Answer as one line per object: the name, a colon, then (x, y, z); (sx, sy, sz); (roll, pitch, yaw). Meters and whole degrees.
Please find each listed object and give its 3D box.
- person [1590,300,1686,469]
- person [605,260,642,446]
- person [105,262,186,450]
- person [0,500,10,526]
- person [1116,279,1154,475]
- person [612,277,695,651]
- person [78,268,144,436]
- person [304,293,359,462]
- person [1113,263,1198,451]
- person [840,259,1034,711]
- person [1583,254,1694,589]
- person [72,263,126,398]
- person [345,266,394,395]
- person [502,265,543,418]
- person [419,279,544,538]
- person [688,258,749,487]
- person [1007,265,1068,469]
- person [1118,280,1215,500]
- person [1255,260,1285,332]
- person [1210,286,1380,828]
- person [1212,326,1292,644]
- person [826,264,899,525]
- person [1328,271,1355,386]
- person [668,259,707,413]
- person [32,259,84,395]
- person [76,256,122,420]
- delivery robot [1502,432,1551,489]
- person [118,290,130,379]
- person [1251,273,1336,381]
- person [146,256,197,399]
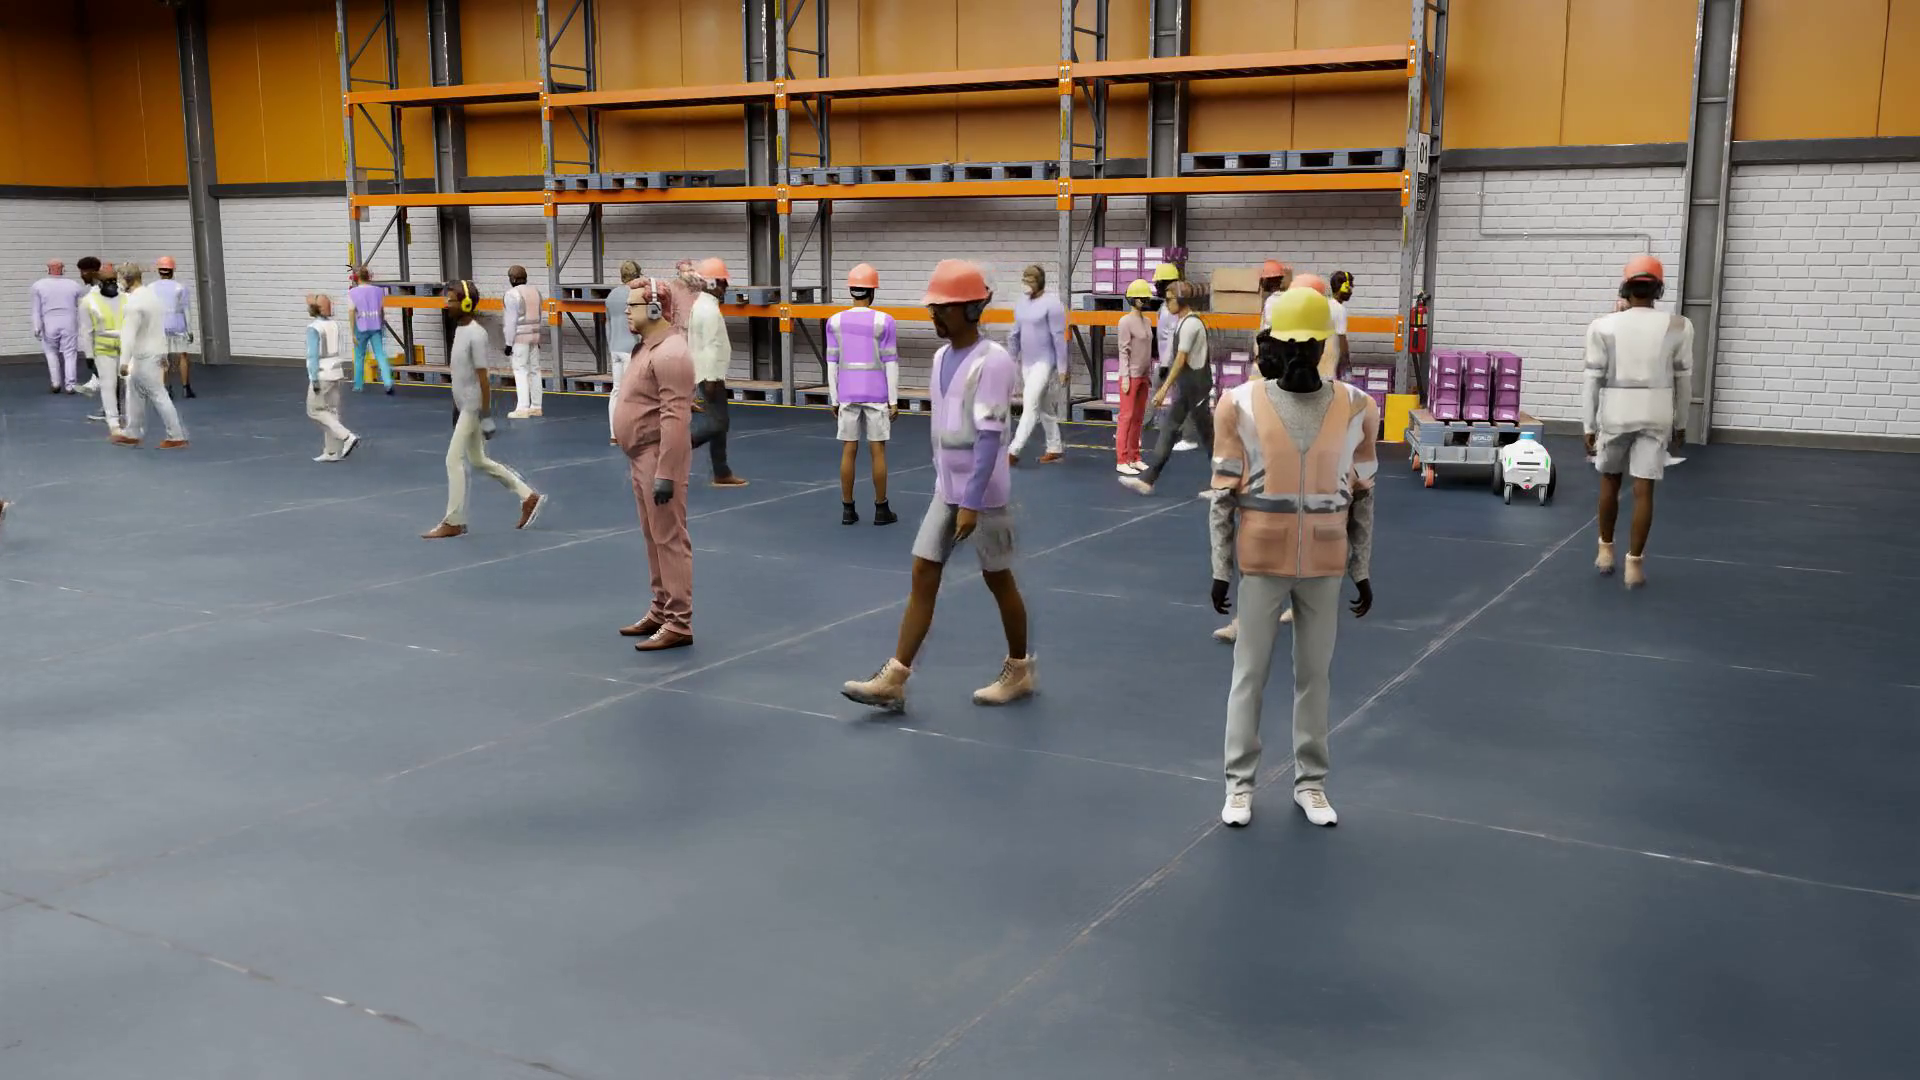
person: (6.320, -1.445, 15.433); (0.865, 1.597, 0.531); (4, 11, 23)
person: (-3.418, -1.916, 17.198); (0.644, 1.927, 0.390); (9, 14, 42)
person: (-8.333, -1.831, 16.767); (0.933, 1.896, 0.640); (-1, 10, -8)
person: (-6.999, -0.766, 11.501); (0.528, 1.619, 0.512); (-3, 10, -17)
person: (1.617, -1.485, 15.184); (0.311, 1.768, 0.531); (6, 12, 33)
person: (-1.582, -0.392, 8.596); (0.408, 1.909, 0.642); (-4, 11, -22)
person: (-9.149, -2.022, 18.048); (0.658, 1.825, 0.606); (-10, 14, -43)
person: (-6.000, -1.538, 15.858); (0.442, 1.630, 0.513); (1, 10, 8)
person: (2.005, -1.828, 16.764); (0.926, 1.884, 0.616); (-1, 10, -8)
person: (-0.056, -0.208, 7.273); (1.001, 1.994, 0.637); (-7, 12, -33)
person: (4.171, -0.738, 10.278); (0.616, 2.009, 0.890); (4, 11, 24)
person: (-11.739, -2.880, 22.899); (1.004, 1.822, 0.605); (-7, 12, -36)
person: (-8.261, -2.925, 23.250); (0.591, 1.806, 0.965); (-9, 14, -43)
person: (-5.307, -2.396, 20.137); (0.430, 1.840, 0.625); (4, 11, 23)
person: (-3.455, -0.944, 11.916); (0.848, 1.848, 0.524); (-5, 11, -24)
person: (-2.181, -1.403, 14.141); (0.675, 1.978, 0.622); (-3, 10, -16)
person: (0.628, -1.614, 15.565); (1.009, 1.881, 0.665); (-7, 12, -34)
person: (1.798, -1.211, 13.567); (0.999, 1.782, 0.511); (0, 10, -1)
person: (3.283, -1.949, 17.357); (0.465, 1.925, 0.542); (4, 11, 19)
person: (1.182, 0.074, 5.898); (0.591, 1.926, 0.387); (0, 10, 1)
person: (1.665, -0.311, 8.860); (0.885, 1.653, 0.535); (-7, 12, -33)
person: (-0.712, -1.069, 12.341); (0.544, 1.939, 0.354); (2, 10, 11)
person: (3.528, -1.624, 15.775); (0.710, 1.828, 0.609); (-1, 10, -7)
person: (-3.374, -2.500, 20.533); (0.402, 1.906, 0.651); (7, 12, 34)
person: (-12.619, -2.988, 23.339); (0.683, 1.882, 0.708); (-6, 12, -31)
person: (-10.311, -2.415, 19.957); (0.422, 1.951, 0.657); (-4, 11, -19)
delivery robot: (4.608, -0.636, 13.538); (0.477, 0.478, 0.707); (3, 10, 15)
person: (-12.478, -3.188, 25.038); (0.552, 1.682, 0.546); (8, 13, 39)
person: (2.179, -0.730, 10.562); (0.556, 1.885, 0.965); (10, 14, 44)
person: (-10.739, -2.875, 22.605); (0.578, 1.927, 0.405); (-3, 11, -18)
